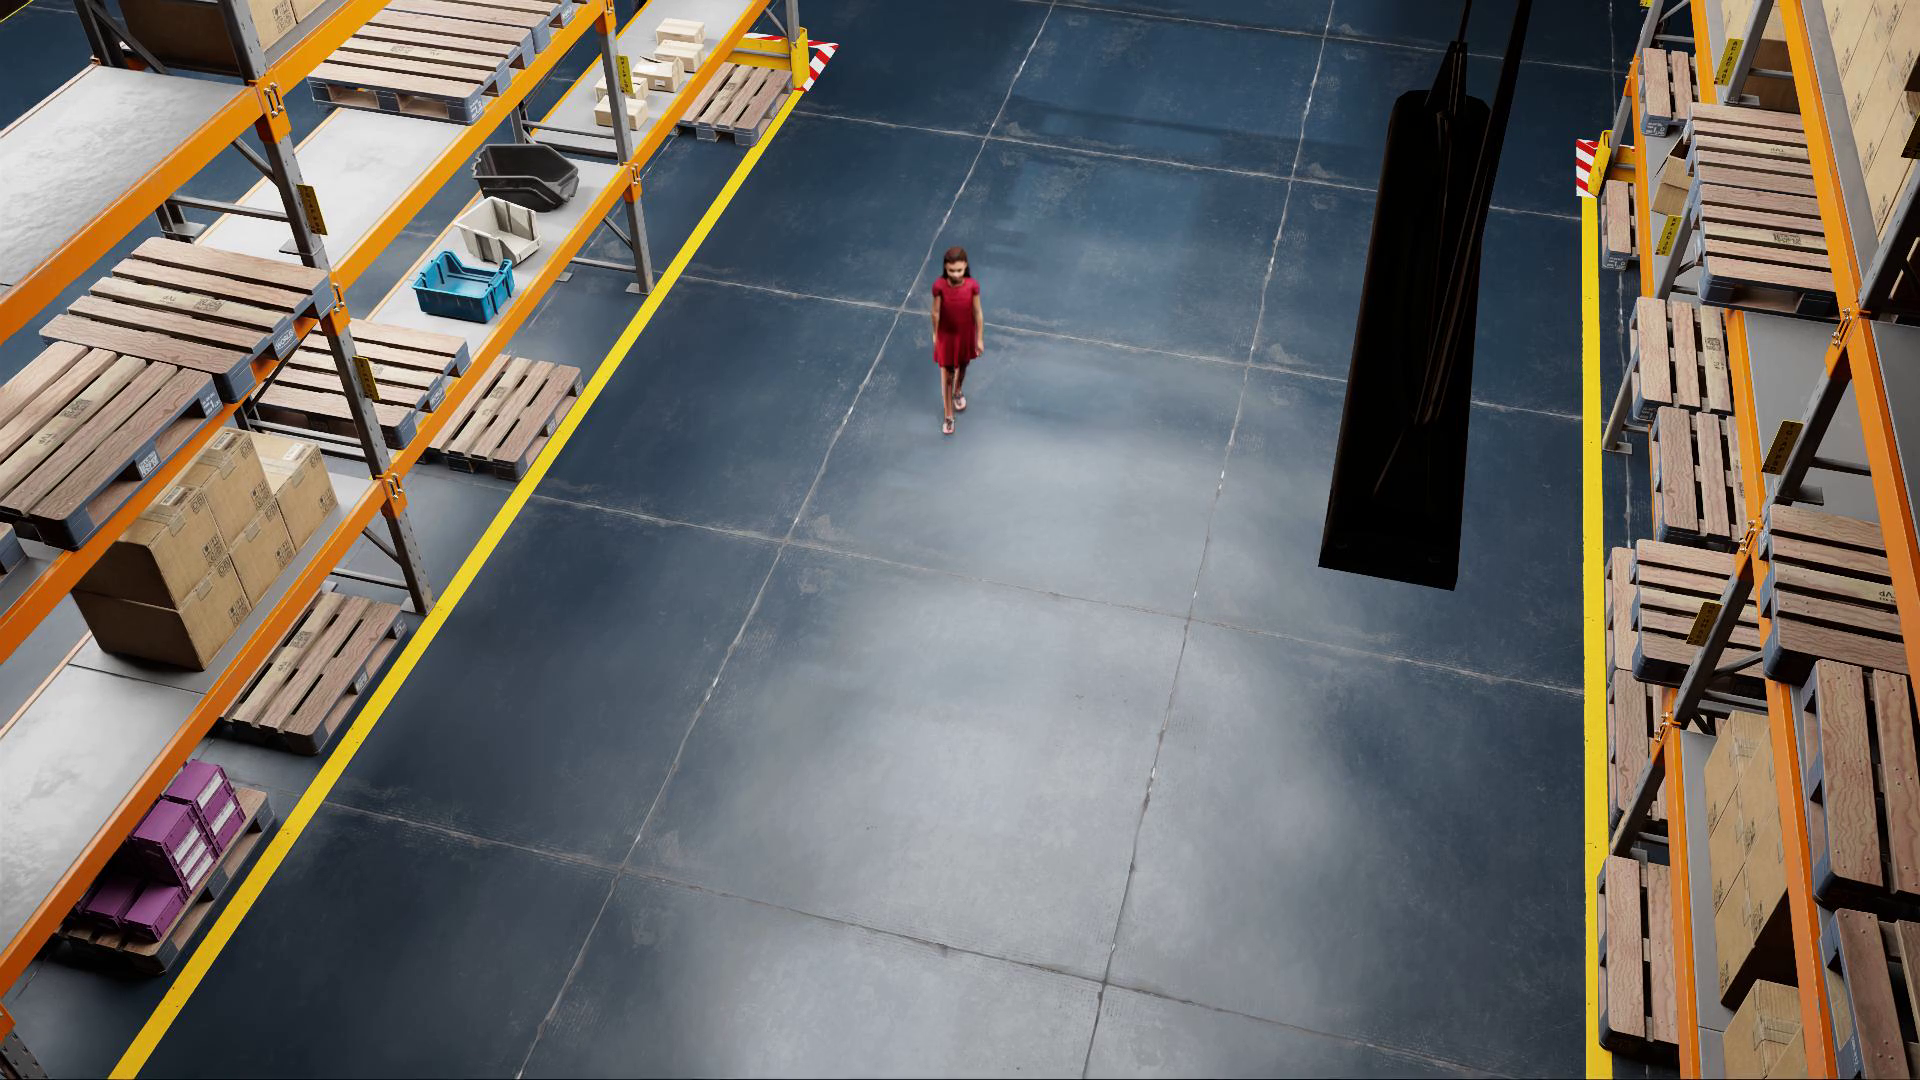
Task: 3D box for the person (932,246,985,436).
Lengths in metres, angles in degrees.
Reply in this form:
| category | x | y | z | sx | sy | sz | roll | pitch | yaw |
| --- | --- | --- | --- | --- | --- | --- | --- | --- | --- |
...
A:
| category | x | y | z | sx | sy | sz | roll | pitch | yaw |
| --- | --- | --- | --- | --- | --- | --- | --- | --- | --- |
| person | -0.027 | -1.658 | 12.881 | 0.728 | 1.533 | 0.902 | -6 | 44 | -7 |
